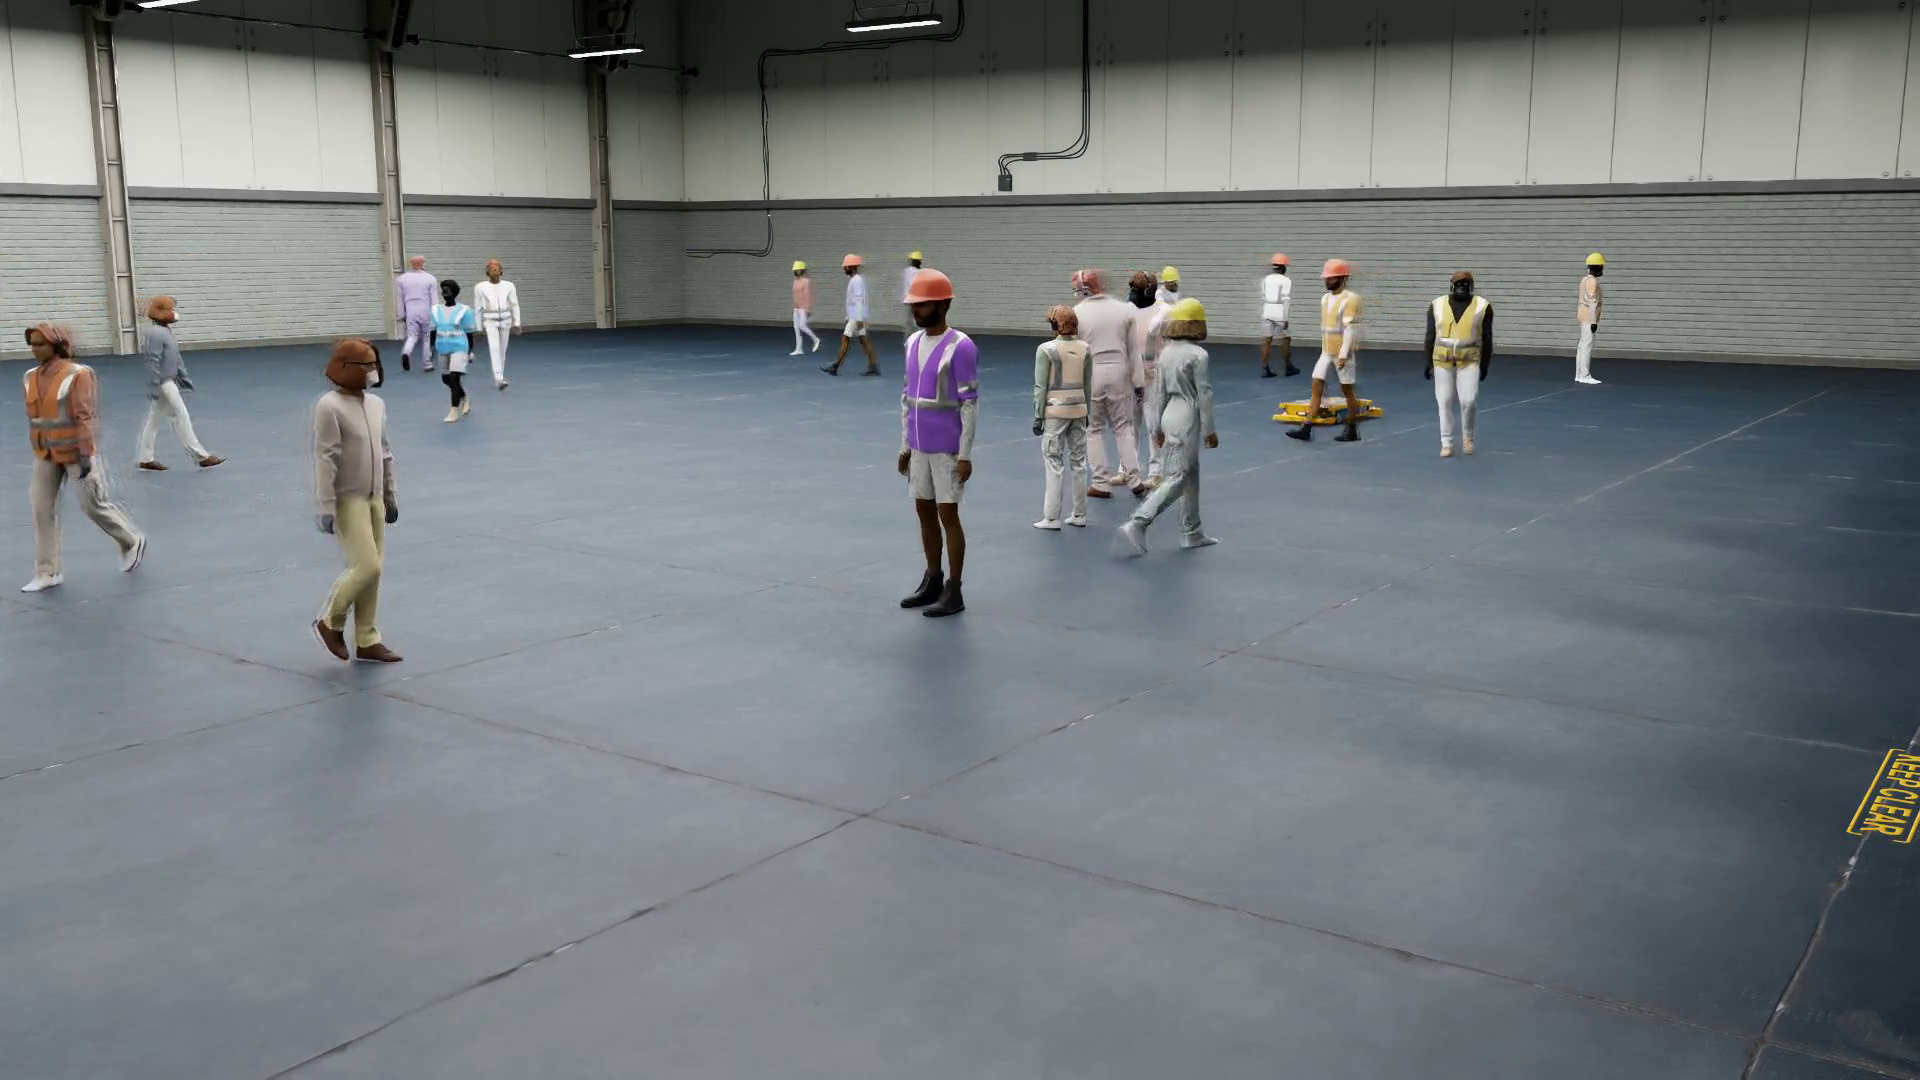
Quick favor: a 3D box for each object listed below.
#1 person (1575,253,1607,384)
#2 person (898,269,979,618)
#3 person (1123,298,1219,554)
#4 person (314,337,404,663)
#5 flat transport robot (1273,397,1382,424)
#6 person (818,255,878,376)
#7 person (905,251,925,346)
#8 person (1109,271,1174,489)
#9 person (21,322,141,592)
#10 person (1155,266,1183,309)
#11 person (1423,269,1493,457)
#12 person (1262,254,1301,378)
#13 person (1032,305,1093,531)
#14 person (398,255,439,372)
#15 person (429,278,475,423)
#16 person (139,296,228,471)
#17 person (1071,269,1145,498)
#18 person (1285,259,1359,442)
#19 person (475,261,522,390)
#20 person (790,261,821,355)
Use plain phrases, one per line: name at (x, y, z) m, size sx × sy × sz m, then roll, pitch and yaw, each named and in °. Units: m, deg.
person at (9.373, -3.289, 24.719) m, size 0.358 × 1.930 × 0.590 m, roll 2°, pitch 10°, yaw 9°
person at (-0.130, -0.535, 9.328) m, size 0.448 × 1.935 × 0.555 m, roll -9°, pitch 14°, yaw -42°
person at (1.434, -0.761, 11.167) m, size 0.785 × 1.713 × 0.486 m, roll -4°, pitch 11°, yaw -23°
person at (-2.929, -0.179, 8.145) m, size 0.354 × 1.619 × 0.525 m, roll 2°, pitch 10°, yaw 14°
flat transport robot at (4.325, -1.531, 19.521) m, size 0.652 × 0.197 × 1.431 m, roll 9°, pitch 13°, yaw 41°
person at (-1.738, -3.507, 26.056) m, size 0.984 × 1.884 × 0.566 m, roll 0°, pitch 10°, yaw -3°
person at (-0.854, -4.829, 33.408) m, size 0.645 × 1.900 × 0.603 m, roll -5°, pitch 11°, yaw -27°
person at (1.553, -1.353, 14.140) m, size 0.624 × 1.841 × 0.430 m, roll 9°, pitch 14°, yaw 42°
person at (-5.416, -0.528, 10.158) m, size 0.517 × 1.612 × 0.754 m, roll 2°, pitch 10°, yaw 13°
person at (2.835, -2.785, 22.363) m, size 0.791 × 1.769 × 0.640 m, roll 10°, pitch 14°, yaw 43°
person at (4.822, -1.707, 16.164) m, size 0.628 × 1.830 × 0.447 m, roll 4°, pitch 11°, yaw 23°
person at (4.987, -3.478, 25.844) m, size 0.878 × 1.900 × 0.566 m, roll -9°, pitch 13°, yaw -41°
person at (0.753, -0.885, 12.099) m, size 0.516 × 1.635 × 0.312 m, roll -7°, pitch 13°, yaw -36°
person at (-8.718, -3.631, 26.753) m, size 0.653 × 1.893 × 0.671 m, roll 1°, pitch 10°, yaw 5°
person at (-5.949, -2.243, 19.584) m, size 0.534 × 1.676 × 0.760 m, roll 2°, pitch 10°, yaw 12°
person at (-7.140, -1.420, 15.171) m, size 0.820 × 1.592 × 0.513 m, roll -3°, pitch 11°, yaw -17°
person at (1.147, -1.274, 13.612) m, size 0.699 × 1.870 × 0.469 m, roll -4°, pitch 11°, yaw -21°
person at (3.833, -1.950, 17.295) m, size 0.929 × 1.893 × 0.569 m, roll -6°, pitch 12°, yaw -29°
person at (-6.591, -3.060, 23.744) m, size 0.582 × 1.829 × 1.027 m, roll -6°, pitch 12°, yaw -28°
person at (-2.926, -4.321, 31.000) m, size 0.494 × 1.754 × 0.530 m, roll -7°, pitch 12°, yaw -35°
